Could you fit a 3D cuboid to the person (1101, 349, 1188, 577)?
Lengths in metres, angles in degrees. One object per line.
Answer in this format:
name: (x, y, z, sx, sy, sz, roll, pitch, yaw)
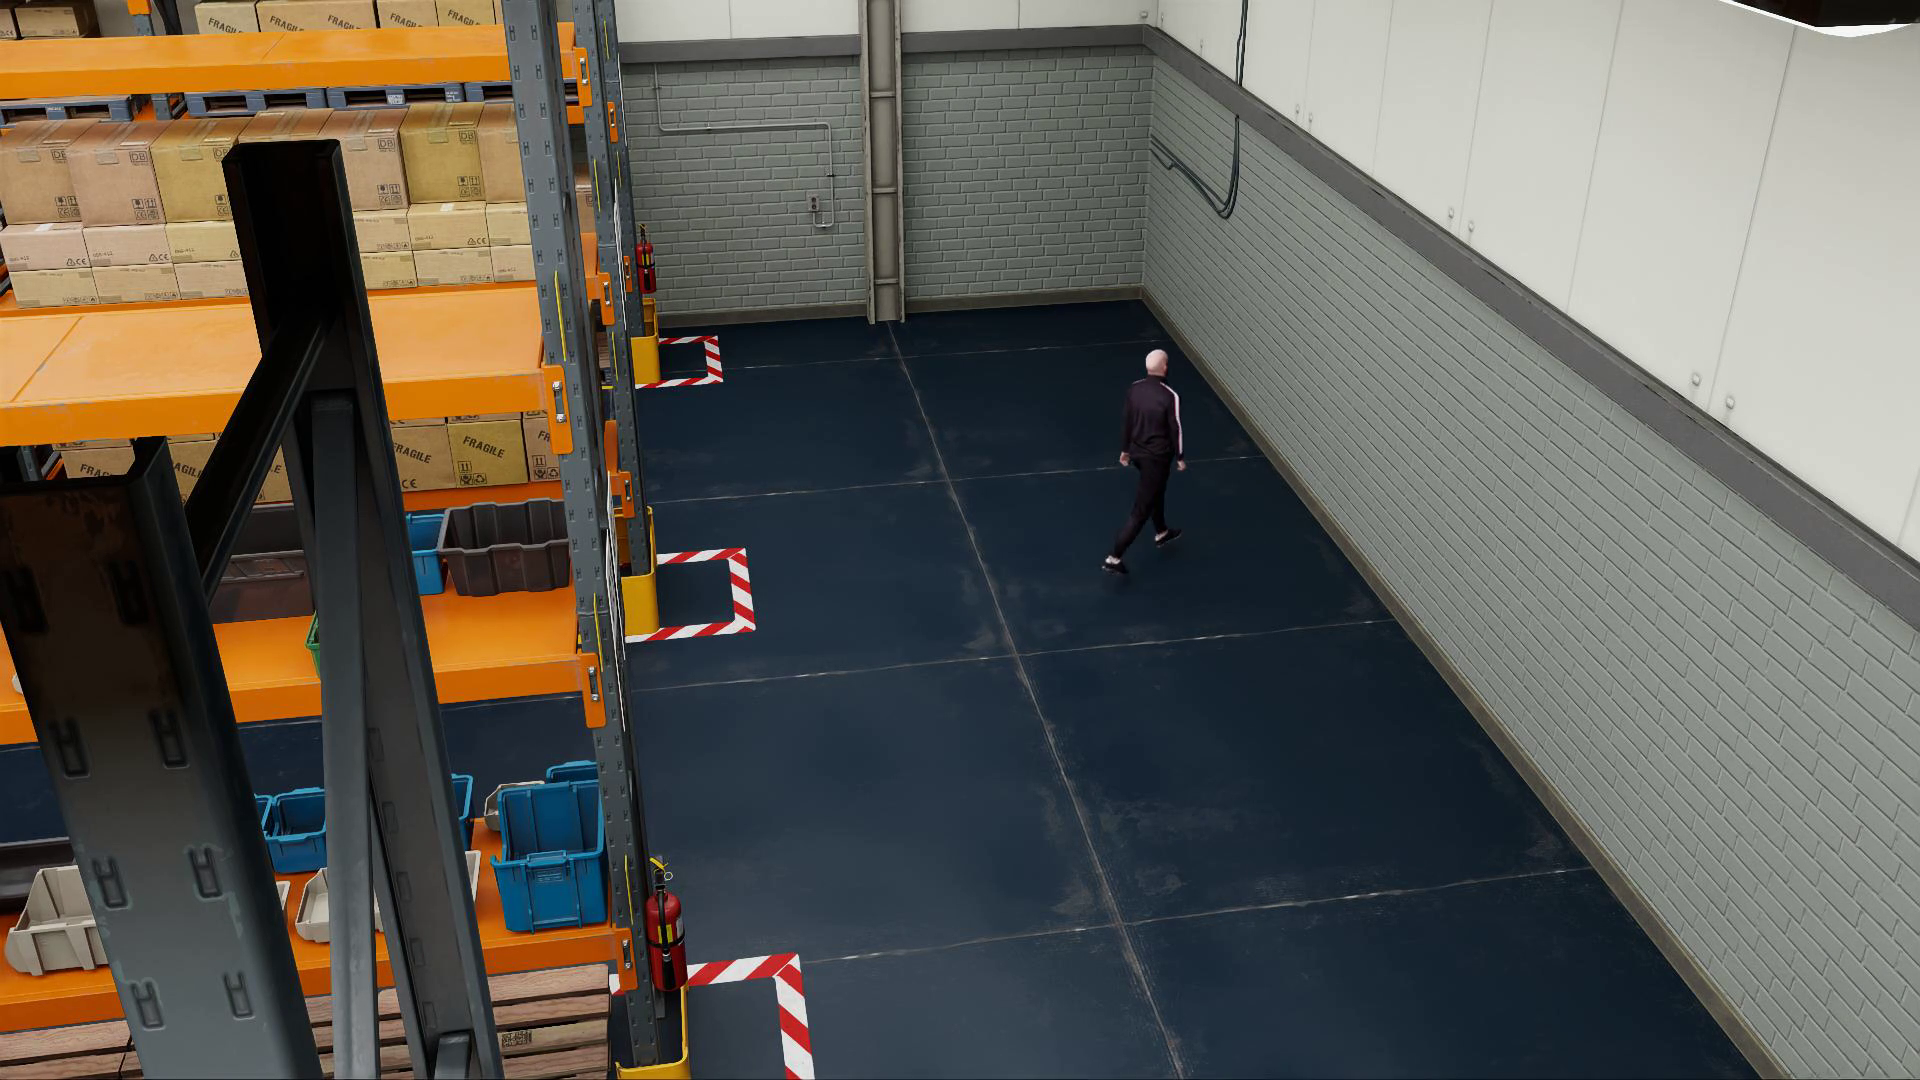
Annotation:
person: (1.435, -0.561, 13.051, 1.343, 1.783, 1.064, -20, 34, -33)
